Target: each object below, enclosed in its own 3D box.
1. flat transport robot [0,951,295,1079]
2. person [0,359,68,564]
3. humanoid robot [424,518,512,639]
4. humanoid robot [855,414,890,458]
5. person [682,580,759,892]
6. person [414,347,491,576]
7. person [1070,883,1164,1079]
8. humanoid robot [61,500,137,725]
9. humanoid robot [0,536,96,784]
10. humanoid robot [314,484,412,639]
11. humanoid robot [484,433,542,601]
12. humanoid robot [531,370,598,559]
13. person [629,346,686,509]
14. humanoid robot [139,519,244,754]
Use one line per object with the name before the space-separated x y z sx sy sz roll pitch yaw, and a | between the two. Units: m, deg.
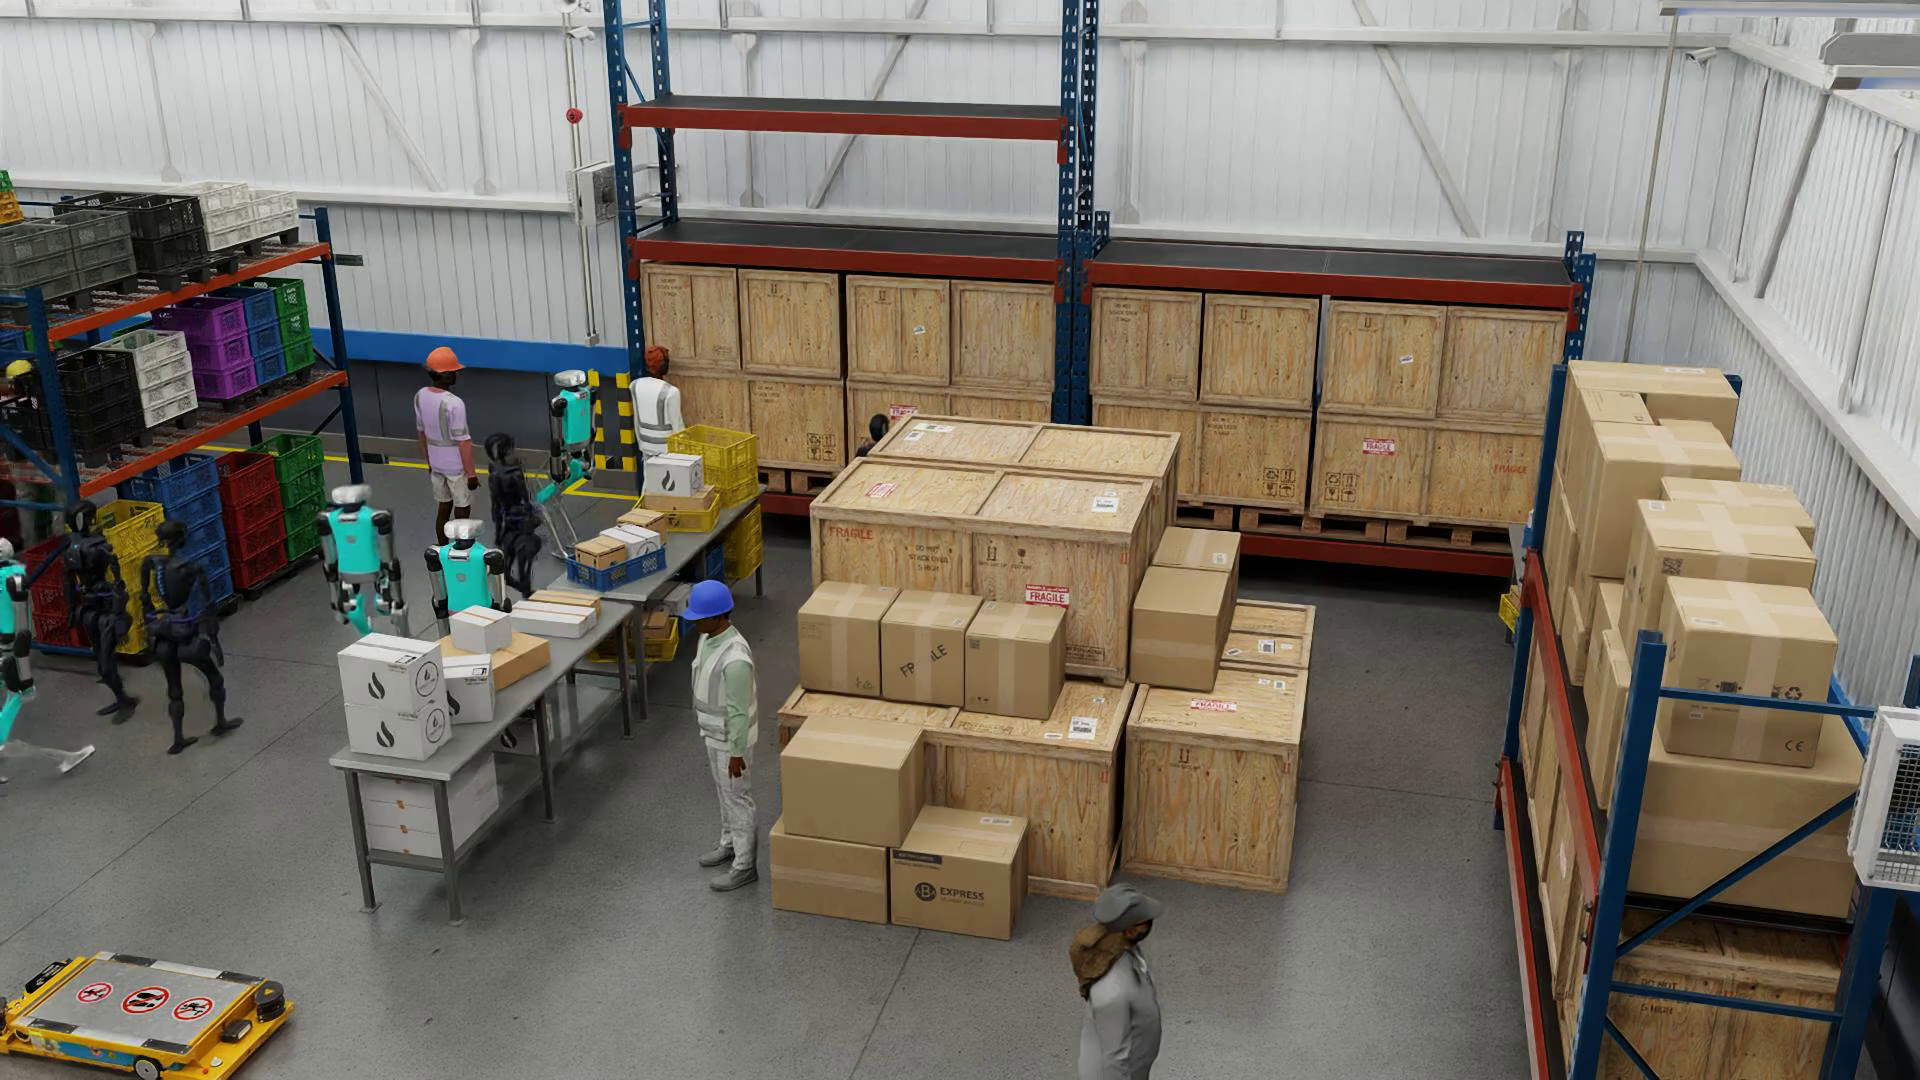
flat transport robot | -4.270 2.464 8.601 1.431 0.231 0.659 5 22 13
person | -8.186 -0.693 14.699 0.615 1.803 0.501 -3 21 -8
humanoid robot | -3.219 0.570 11.310 0.533 1.677 0.735 2 21 5
humanoid robot | -0.546 -0.286 13.833 0.615 1.631 0.433 4 21 9
person | -1.384 1.127 9.765 0.411 1.939 0.602 -9 23 -22
person | -4.354 -0.657 14.283 0.615 2.041 0.376 15 26 34
person | 0.651 2.242 7.076 0.397 1.769 0.567 2 21 6
humanoid robot | -6.110 0.492 11.780 0.585 1.646 0.366 9 23 21
humanoid robot | -6.272 0.875 10.719 0.540 1.746 0.990 18 27 39
humanoid robot | -4.246 0.342 12.144 0.530 1.779 0.999 -1 21 -2
humanoid robot | -3.518 -0.074 13.278 0.386 1.642 0.608 -19 28 -41
humanoid robot | -3.548 -0.692 14.691 0.714 1.712 0.530 11 23 26
person | -2.684 -0.820 14.937 0.570 1.877 0.338 14 25 32
humanoid robot | -5.342 0.638 11.416 0.598 1.643 0.514 5 22 13
